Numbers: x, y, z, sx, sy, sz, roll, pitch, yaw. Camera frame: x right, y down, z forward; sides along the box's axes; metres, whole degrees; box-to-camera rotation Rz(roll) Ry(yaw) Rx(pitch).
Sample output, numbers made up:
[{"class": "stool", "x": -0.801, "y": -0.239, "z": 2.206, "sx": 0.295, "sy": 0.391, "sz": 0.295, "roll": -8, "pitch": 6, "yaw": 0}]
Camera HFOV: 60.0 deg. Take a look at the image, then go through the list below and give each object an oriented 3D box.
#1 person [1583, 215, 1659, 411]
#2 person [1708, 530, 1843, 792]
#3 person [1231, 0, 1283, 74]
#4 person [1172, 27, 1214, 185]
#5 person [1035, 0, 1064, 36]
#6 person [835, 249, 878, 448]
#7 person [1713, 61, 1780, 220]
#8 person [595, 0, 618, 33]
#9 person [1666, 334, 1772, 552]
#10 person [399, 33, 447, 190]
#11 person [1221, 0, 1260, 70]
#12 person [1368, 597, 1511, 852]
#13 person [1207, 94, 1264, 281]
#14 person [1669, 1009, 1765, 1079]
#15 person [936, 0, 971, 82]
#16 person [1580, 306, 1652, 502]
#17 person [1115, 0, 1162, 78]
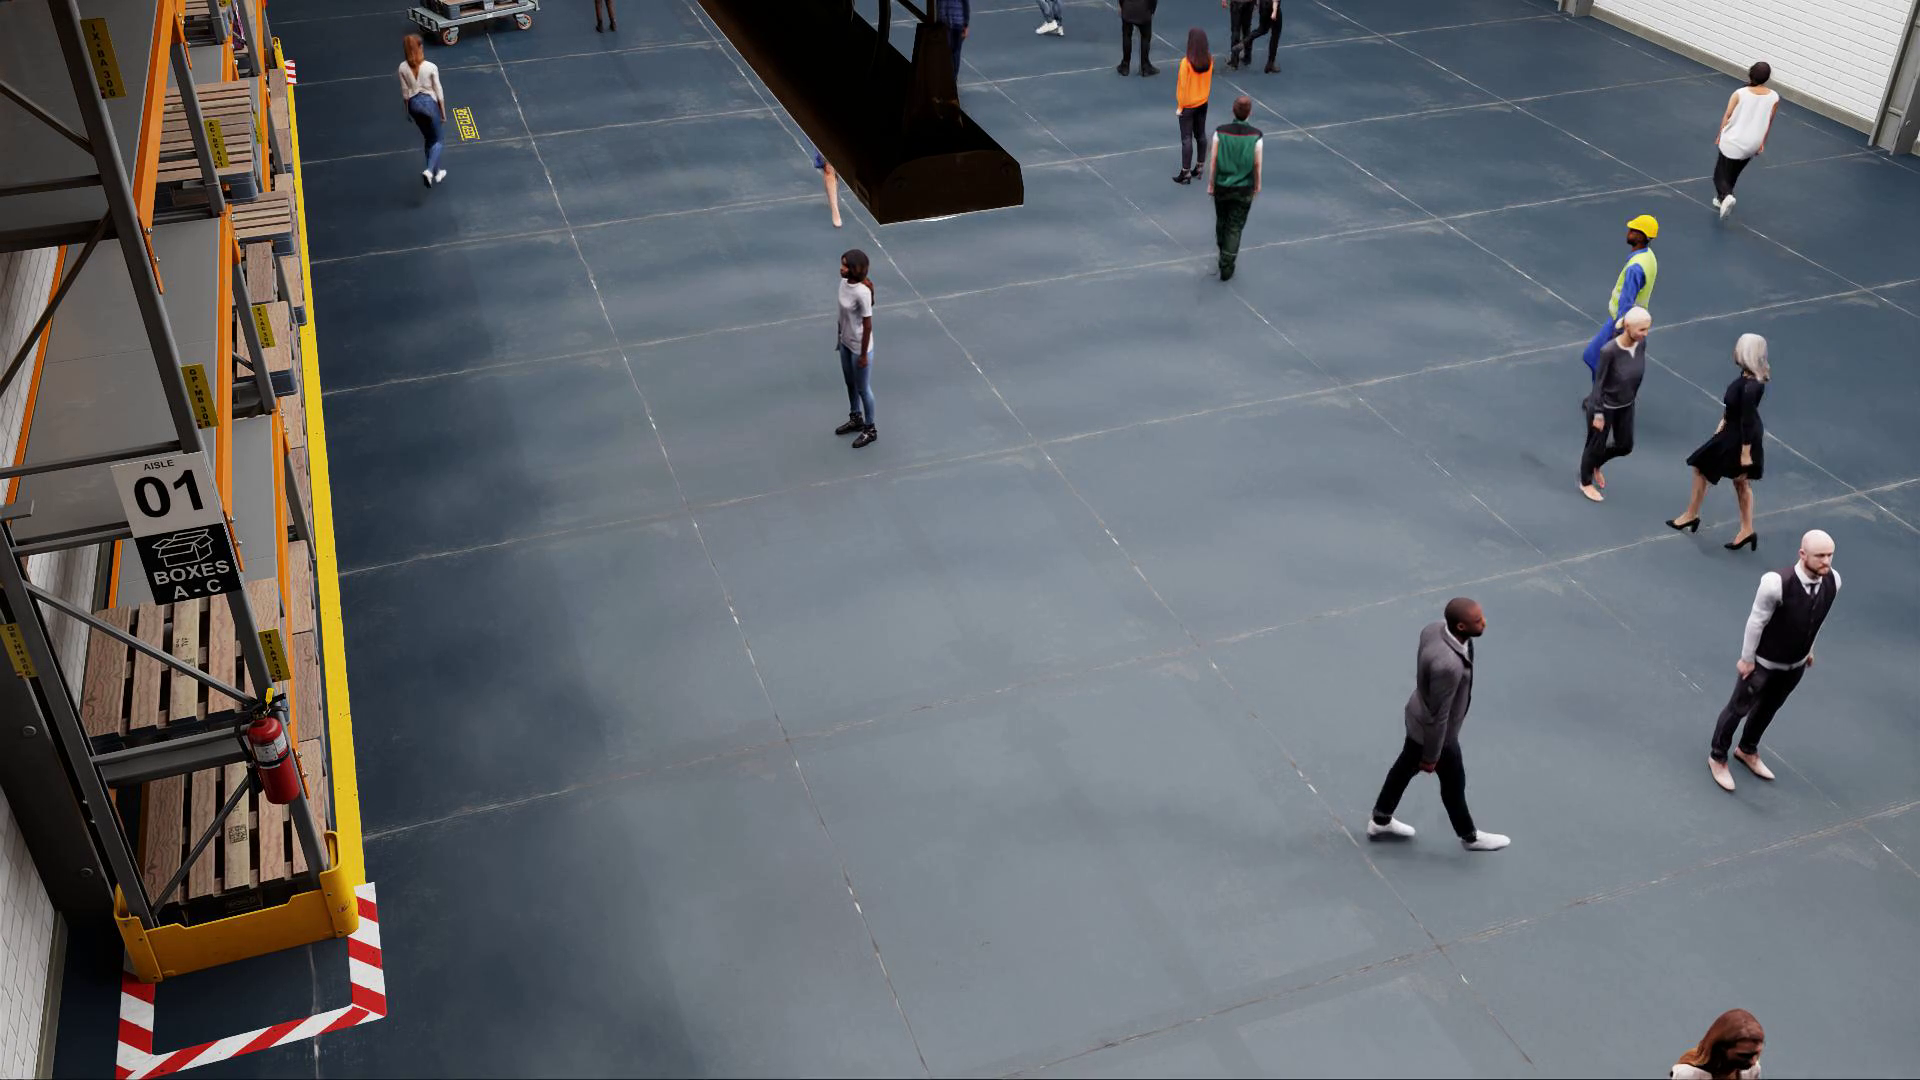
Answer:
[{"class": "person", "x": 5.672, "y": -1.850, "z": 14.027, "sx": 0.845, "sy": 1.802, "sz": 0.800, "roll": 18, "pitch": 37, "yaw": 25}, {"class": "person", "x": 4.986, "y": 0.712, "z": 10.153, "sx": 0.700, "sy": 1.822, "sz": 0.609, "roll": -8, "pitch": 35, "yaw": -12}, {"class": "person", "x": 3.968, "y": -6.955, "z": 21.776, "sx": 0.721, "sy": 1.725, "sz": 0.876, "roll": -9, "pitch": 35, "yaw": -13}, {"class": "person", "x": 2.618, "y": -4.869, "z": 18.616, "sx": 0.682, "sy": 1.749, "sz": 0.654, "roll": -24, "pitch": 40, "yaw": -31}, {"class": "person", "x": 1.347, "y": -7.947, "z": 23.168, "sx": 0.881, "sy": 1.836, "sz": 0.801, "roll": 10, "pitch": 35, "yaw": 14}, {"class": "person", "x": -0.857, "y": -1.594, "z": 13.717, "sx": 0.688, "sy": 1.719, "sz": 0.527, "roll": -19, "pitch": 38, "yaw": -26}, {"class": "person", "x": 8.332, "y": -4.247, "z": 17.750, "sx": 0.855, "sy": 1.672, "sz": 1.024, "roll": 1, "pitch": 34, "yaw": 2}, {"class": "person", "x": -5.083, "y": -7.870, "z": 23.554, "sx": 0.488, "sy": 1.282, "sz": 0.490, "roll": -14, "pitch": 36, "yaw": -20}, {"class": "person", "x": 5.841, "y": -0.674, "z": 12.339, "sx": 0.989, "sy": 1.712, "sz": 0.892, "roll": 13, "pitch": 36, "yaw": 19}, {"class": "person", "x": -5.951, "y": -4.704, "z": 18.415, "sx": 0.900, "sy": 1.697, "sz": 1.083, "roll": 3, "pitch": 34, "yaw": 5}, {"class": "person", "x": 3.739, "y": -7.131, "z": 22.004, "sx": 0.642, "sy": 1.766, "sz": 0.543, "roll": -11, "pitch": 35, "yaw": -16}, {"class": "person", "x": 2.654, "y": 1.076, "z": 9.638, "sx": 1.112, "sy": 1.788, "sz": 1.134, "roll": 5, "pitch": 34, "yaw": 7}, {"class": "person", "x": 2.694, "y": -3.458, "z": 16.434, "sx": 1.026, "sy": 1.815, "sz": 1.120, "roll": 11, "pitch": 35, "yaw": 16}, {"class": "person", "x": 3.222, "y": 2.669, "z": 7.325, "sx": 0.579, "sy": 1.696, "sz": 0.572, "roll": -8, "pitch": 35, "yaw": -12}, {"class": "person", "x": -0.123, "y": -6.546, "z": 21.098, "sx": 0.806, "sy": 1.794, "sz": 1.142, "roll": -4, "pitch": 34, "yaw": -7}, {"class": "person", "x": 5.041, "y": -1.112, "z": 13.005, "sx": 0.644, "sy": 1.704, "sz": 0.634, "roll": -15, "pitch": 36, "yaw": -21}, {"class": "person", "x": 2.295, "y": -6.972, "z": 21.768, "sx": 0.841, "sy": 1.764, "sz": 0.829, "roll": 2, "pitch": 34, "yaw": 4}]
